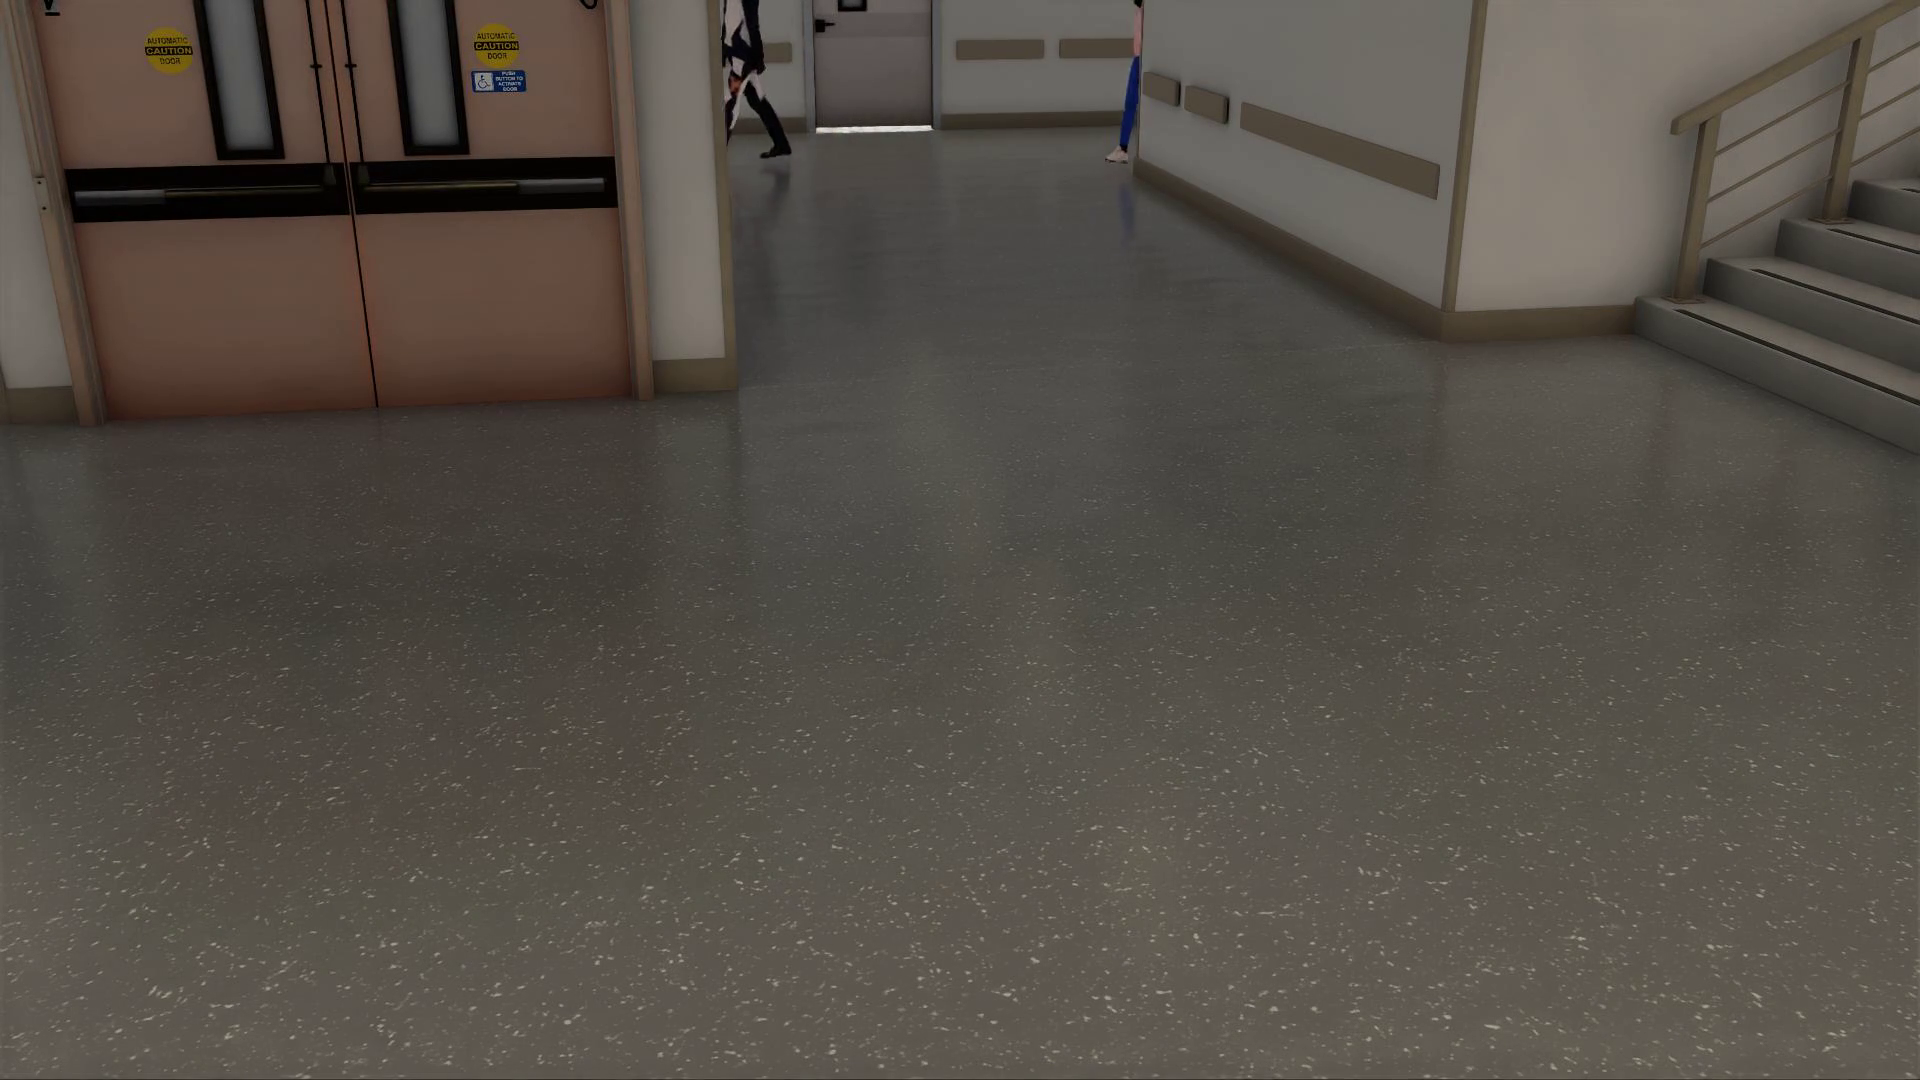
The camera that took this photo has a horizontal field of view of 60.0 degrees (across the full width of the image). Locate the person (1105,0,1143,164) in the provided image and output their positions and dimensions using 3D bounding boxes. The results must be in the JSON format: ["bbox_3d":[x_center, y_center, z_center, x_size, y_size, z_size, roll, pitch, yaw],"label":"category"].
[{"bbox_3d":[1.799,-4.222,14.855,1.254,1.715,1.039,-16,26,-36],"label":"person"}]

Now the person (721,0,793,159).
[{"bbox_3d":[-1.835,-4.262,14.780,1.287,1.842,0.911,-9,22,-22],"label":"person"}]
